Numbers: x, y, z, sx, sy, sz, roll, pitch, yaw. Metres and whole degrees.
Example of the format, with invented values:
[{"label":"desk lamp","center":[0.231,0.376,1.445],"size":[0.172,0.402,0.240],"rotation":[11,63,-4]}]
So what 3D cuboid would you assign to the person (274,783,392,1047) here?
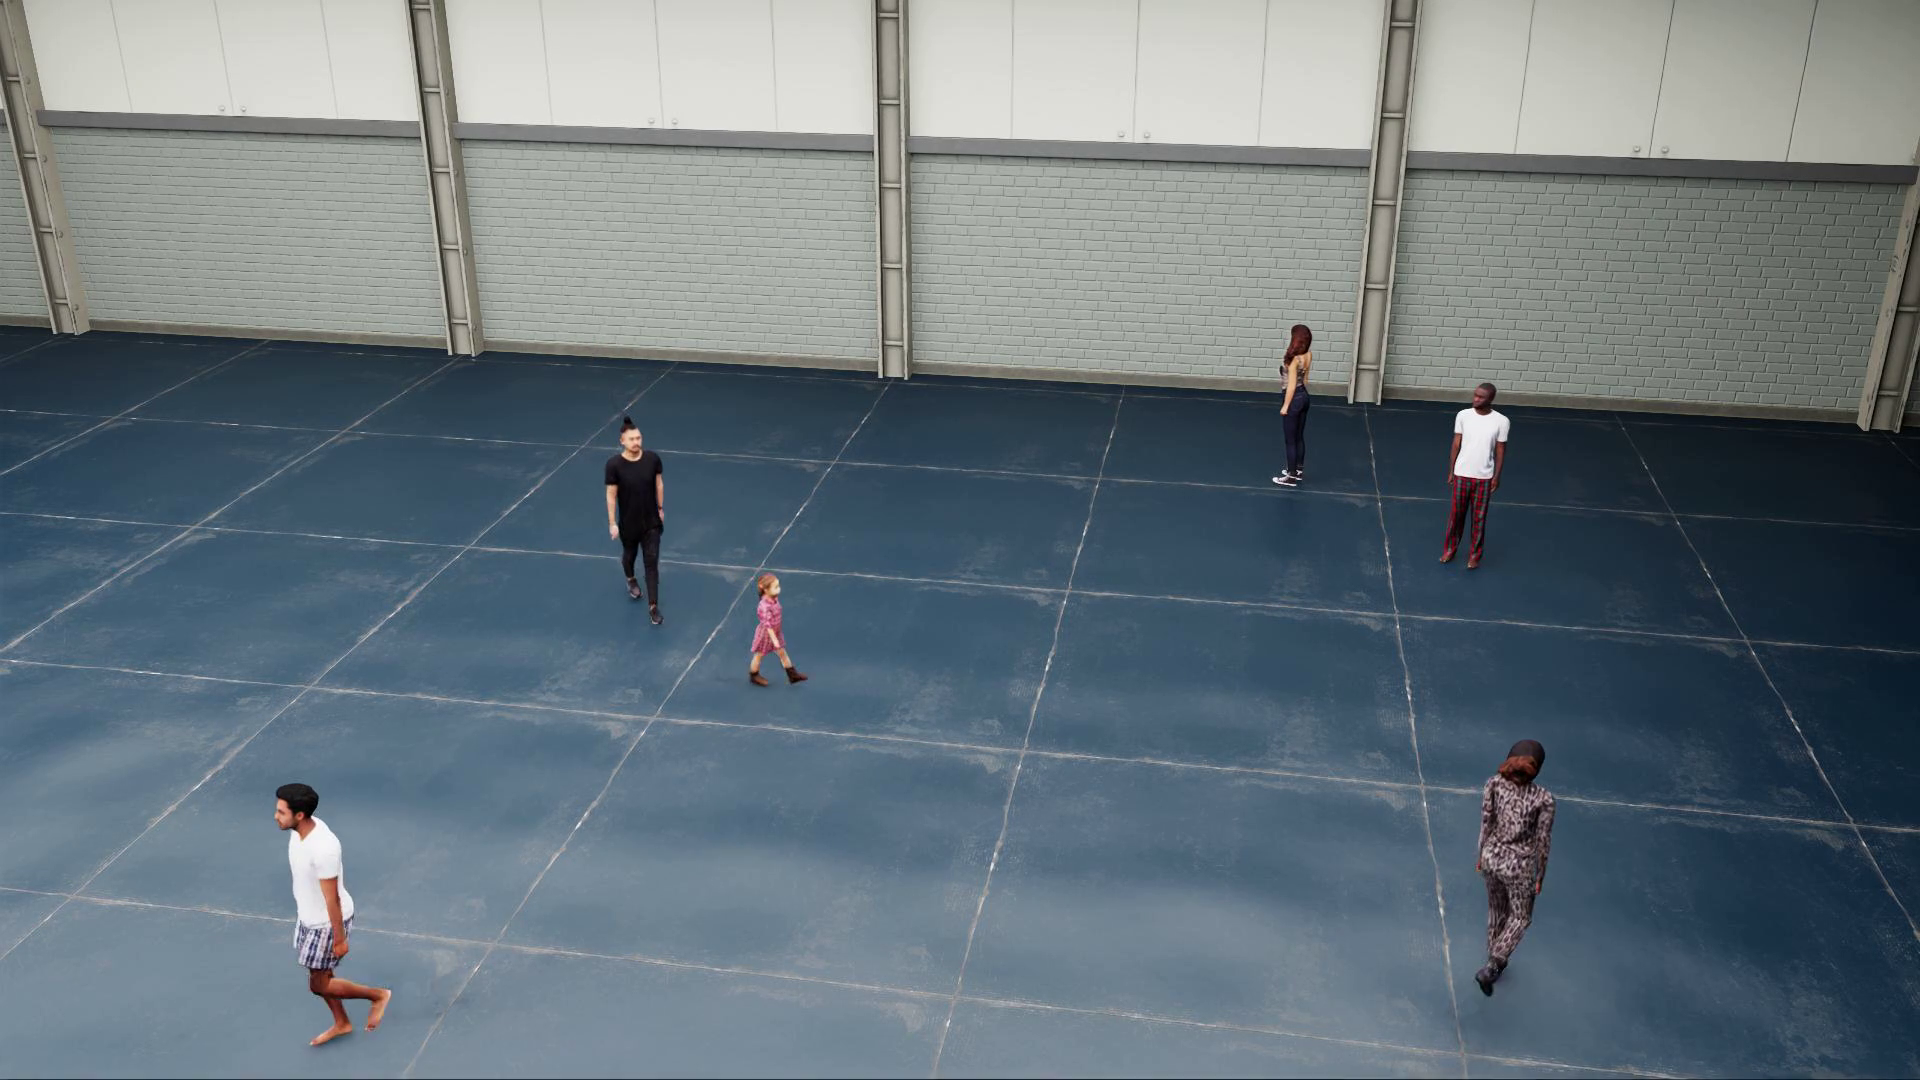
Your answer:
[{"label":"person","center":[-3.563,2.132,9.508],"size":[0.888,1.712,0.826],"rotation":[-18,29,-36]}]

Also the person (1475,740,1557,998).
[{"label":"person","center":[3.232,1.980,9.881],"size":[0.925,1.700,0.863],"rotation":[16,28,32]}]

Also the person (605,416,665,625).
[{"label":"person","center":[-2.919,-0.223,14.907],"size":[1.234,1.820,1.161],"rotation":[-10,25,-22]}]

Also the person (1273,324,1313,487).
[{"label":"person","center":[3.618,-1.461,17.881],"size":[0.668,1.770,0.681],"rotation":[15,27,32]}]

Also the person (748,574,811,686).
[{"label":"person","center":[-1.612,0.754,13.655],"size":[0.743,1.002,0.470],"rotation":[6,24,14]}]

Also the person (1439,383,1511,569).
[{"label":"person","center":[4.908,-0.634,15.856],"size":[0.602,1.833,0.778],"rotation":[13,26,28]}]
